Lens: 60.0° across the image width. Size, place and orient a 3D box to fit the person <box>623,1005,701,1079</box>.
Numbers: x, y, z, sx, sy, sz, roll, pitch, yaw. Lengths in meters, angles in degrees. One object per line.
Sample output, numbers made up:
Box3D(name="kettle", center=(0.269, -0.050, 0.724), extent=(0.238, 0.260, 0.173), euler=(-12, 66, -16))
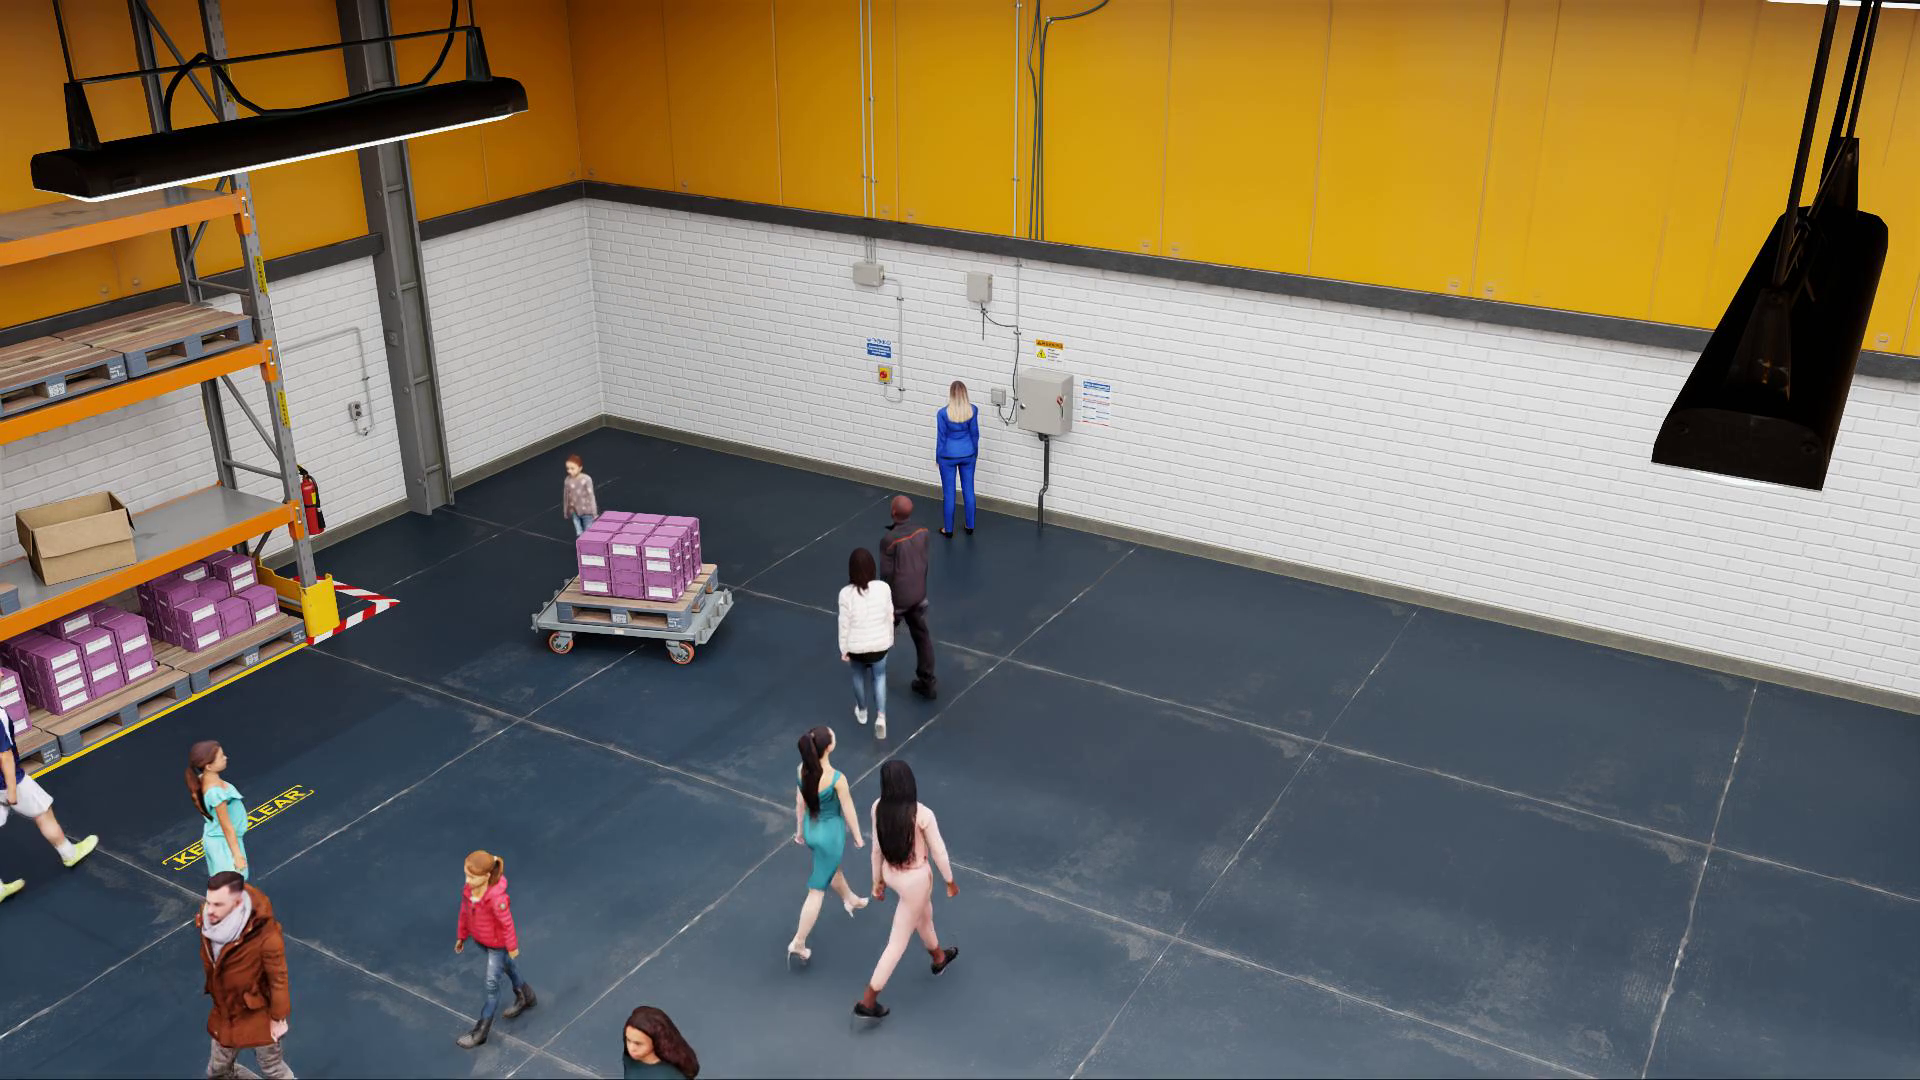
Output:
Box3D(name="person", center=(-1.471, 3.043, 8.554), extent=(0.609, 1.574, 1.082), euler=(12, 26, 25))

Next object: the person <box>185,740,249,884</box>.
Box3D(name="person", center=(-4.839, 2.006, 10.947), extent=(0.633, 1.558, 0.618), euler=(-19, 30, -37))

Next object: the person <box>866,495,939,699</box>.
Box3D(name="person", center=(-0.406, 0.514, 14.071), extent=(1.240, 1.789, 1.092), euler=(-17, 29, -34))

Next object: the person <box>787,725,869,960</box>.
Box3D(name="person", center=(-0.934, 2.006, 10.847), extent=(0.640, 1.638, 1.058), euler=(16, 28, 32))

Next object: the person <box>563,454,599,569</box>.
Box3D(name="person", center=(-3.781, -0.316, 16.718), extent=(0.578, 1.189, 0.634), euler=(6, 24, 12))

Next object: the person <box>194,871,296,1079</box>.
Box3D(name="person", center=(-3.925, 2.574, 9.316), extent=(0.763, 1.823, 0.725), euler=(8, 25, 18))

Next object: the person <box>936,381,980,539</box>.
Box3D(name="person", center=(-0.021, -0.846, 17.291), extent=(0.691, 1.701, 0.763), euler=(-8, 25, -17))

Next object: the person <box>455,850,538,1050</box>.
Box3D(name="person", center=(-2.832, 2.443, 10.284), extent=(0.628, 1.287, 0.899), euler=(20, 30, 38))

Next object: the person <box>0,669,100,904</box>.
Box3D(name="person", center=(-6.656, 1.684, 11.385), extent=(0.727, 1.796, 1.073), euler=(9, 25, 19))

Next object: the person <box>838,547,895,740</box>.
Box3D(name="person", center=(-0.733, 0.851, 13.507), extent=(0.969, 1.622, 1.055), euler=(-5, 24, -11))

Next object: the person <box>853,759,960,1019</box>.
Box3D(name="person", center=(-0.384, 2.213, 10.337), extent=(0.806, 1.666, 1.245), euler=(20, 31, 39))
